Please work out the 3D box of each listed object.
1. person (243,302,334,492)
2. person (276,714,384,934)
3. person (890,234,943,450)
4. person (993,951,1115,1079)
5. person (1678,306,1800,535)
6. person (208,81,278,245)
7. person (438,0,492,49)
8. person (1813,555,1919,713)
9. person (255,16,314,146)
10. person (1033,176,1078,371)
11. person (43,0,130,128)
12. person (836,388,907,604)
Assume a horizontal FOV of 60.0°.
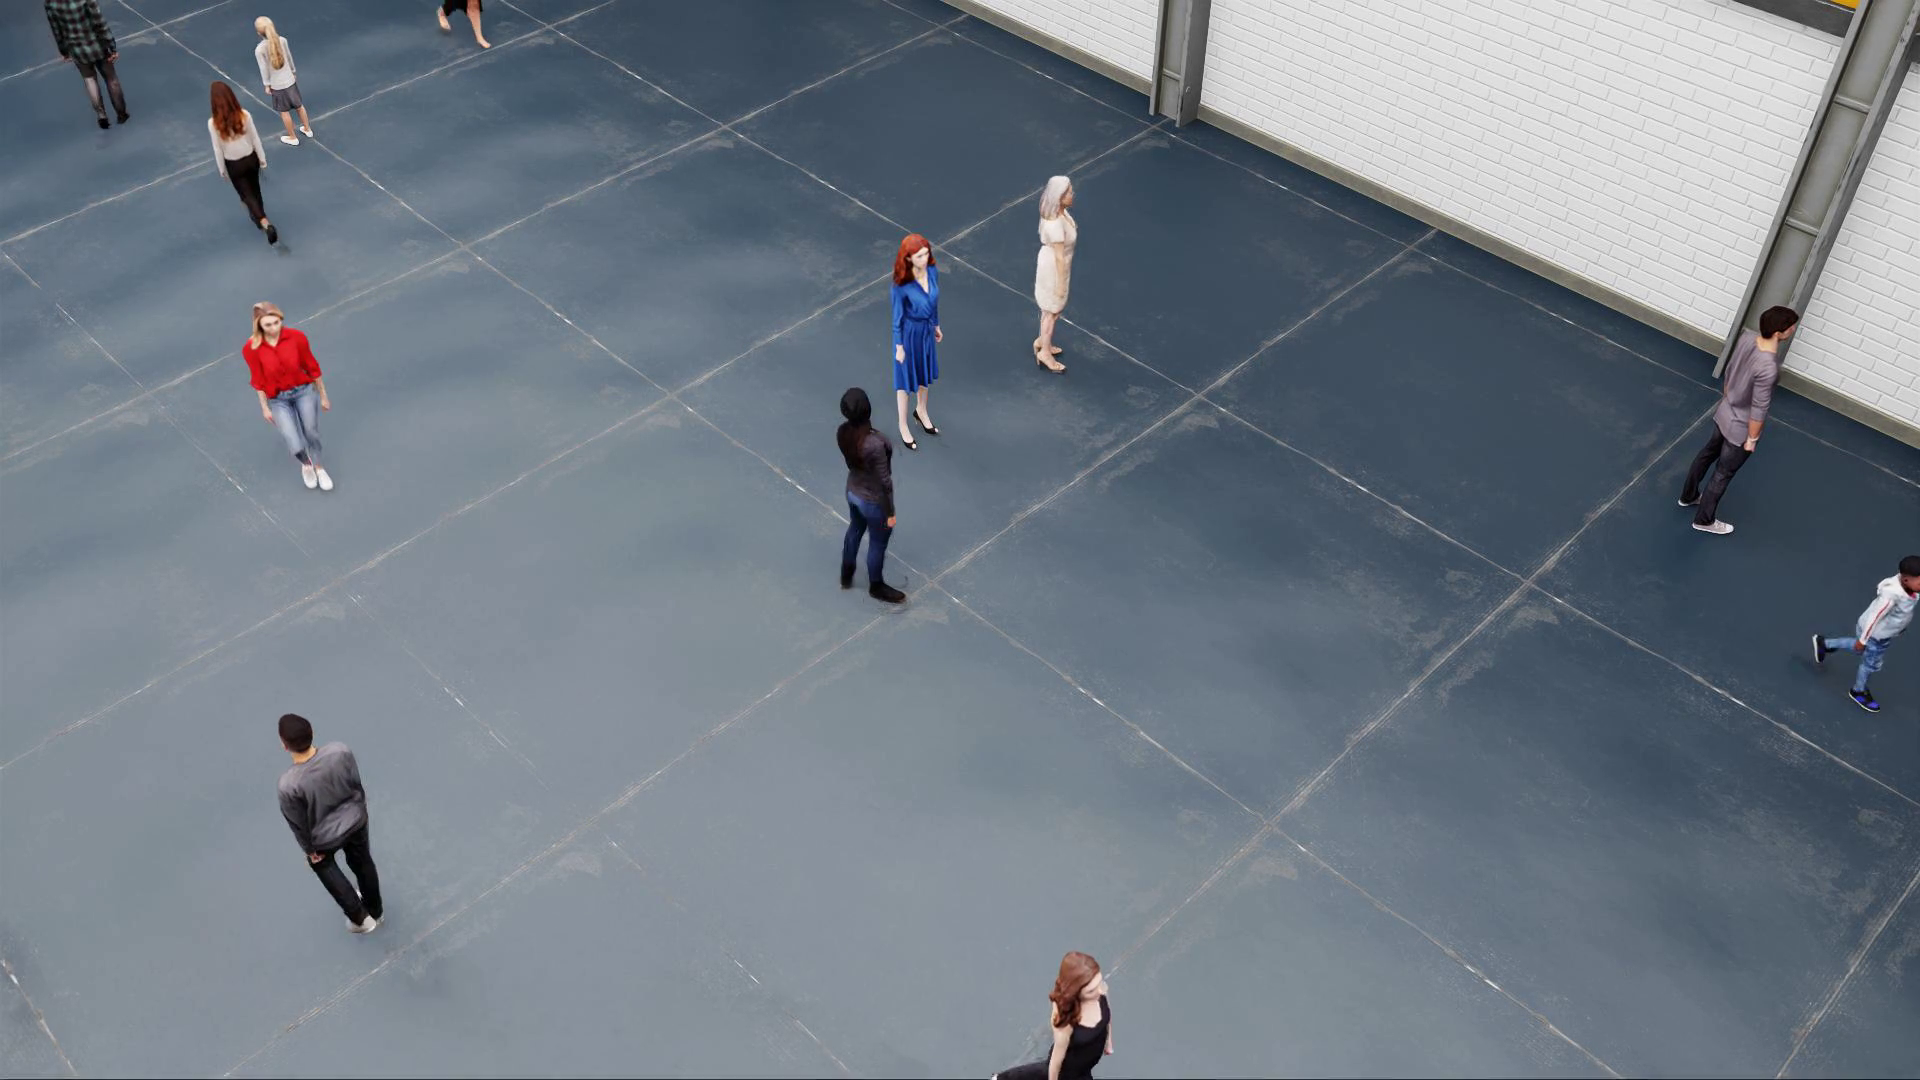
[{"bbox_3d":[-4.857,-1.066,12.037,0.682,1.693,0.648,-23,48,-22],"label":"person"},{"bbox_3d":[-3.408,1.614,9.181,0.622,1.753,0.605,34,53,30],"label":"person"},{"bbox_3d":[-0.328,-1.489,12.383,0.551,1.829,0.596,34,53,31],"label":"person"},{"bbox_3d":[0.502,2.523,8.258,1.166,1.709,0.746,24,49,23],"label":"person"},{"bbox_3d":[5.485,-0.866,11.711,0.796,1.854,0.725,-1,44,-2],"label":"person"},{"bbox_3d":[-6.247,-3.266,14.511,0.615,1.466,0.933,-28,50,-26],"label":"person"},{"bbox_3d":[-5.257,-5.905,17.182,0.565,1.604,0.954,-34,53,-30],"label":"person"},{"bbox_3d":[5.874,0.524,10.694,0.567,1.244,0.836,-31,52,-28],"label":"person"},{"bbox_3d":[-6.460,-4.383,15.822,0.548,1.276,0.530,27,50,26],"label":"person"},{"bbox_3d":[0.732,-2.098,13.091,0.745,1.735,0.666,0,44,0],"label":"person"},{"bbox_3d":[-8.379,-4.708,15.954,0.854,1.704,0.875,-8,44,-9],"label":"person"},{"bbox_3d":[-0.601,-0.252,11.149,0.828,1.740,0.592,-14,45,-14],"label":"person"}]
